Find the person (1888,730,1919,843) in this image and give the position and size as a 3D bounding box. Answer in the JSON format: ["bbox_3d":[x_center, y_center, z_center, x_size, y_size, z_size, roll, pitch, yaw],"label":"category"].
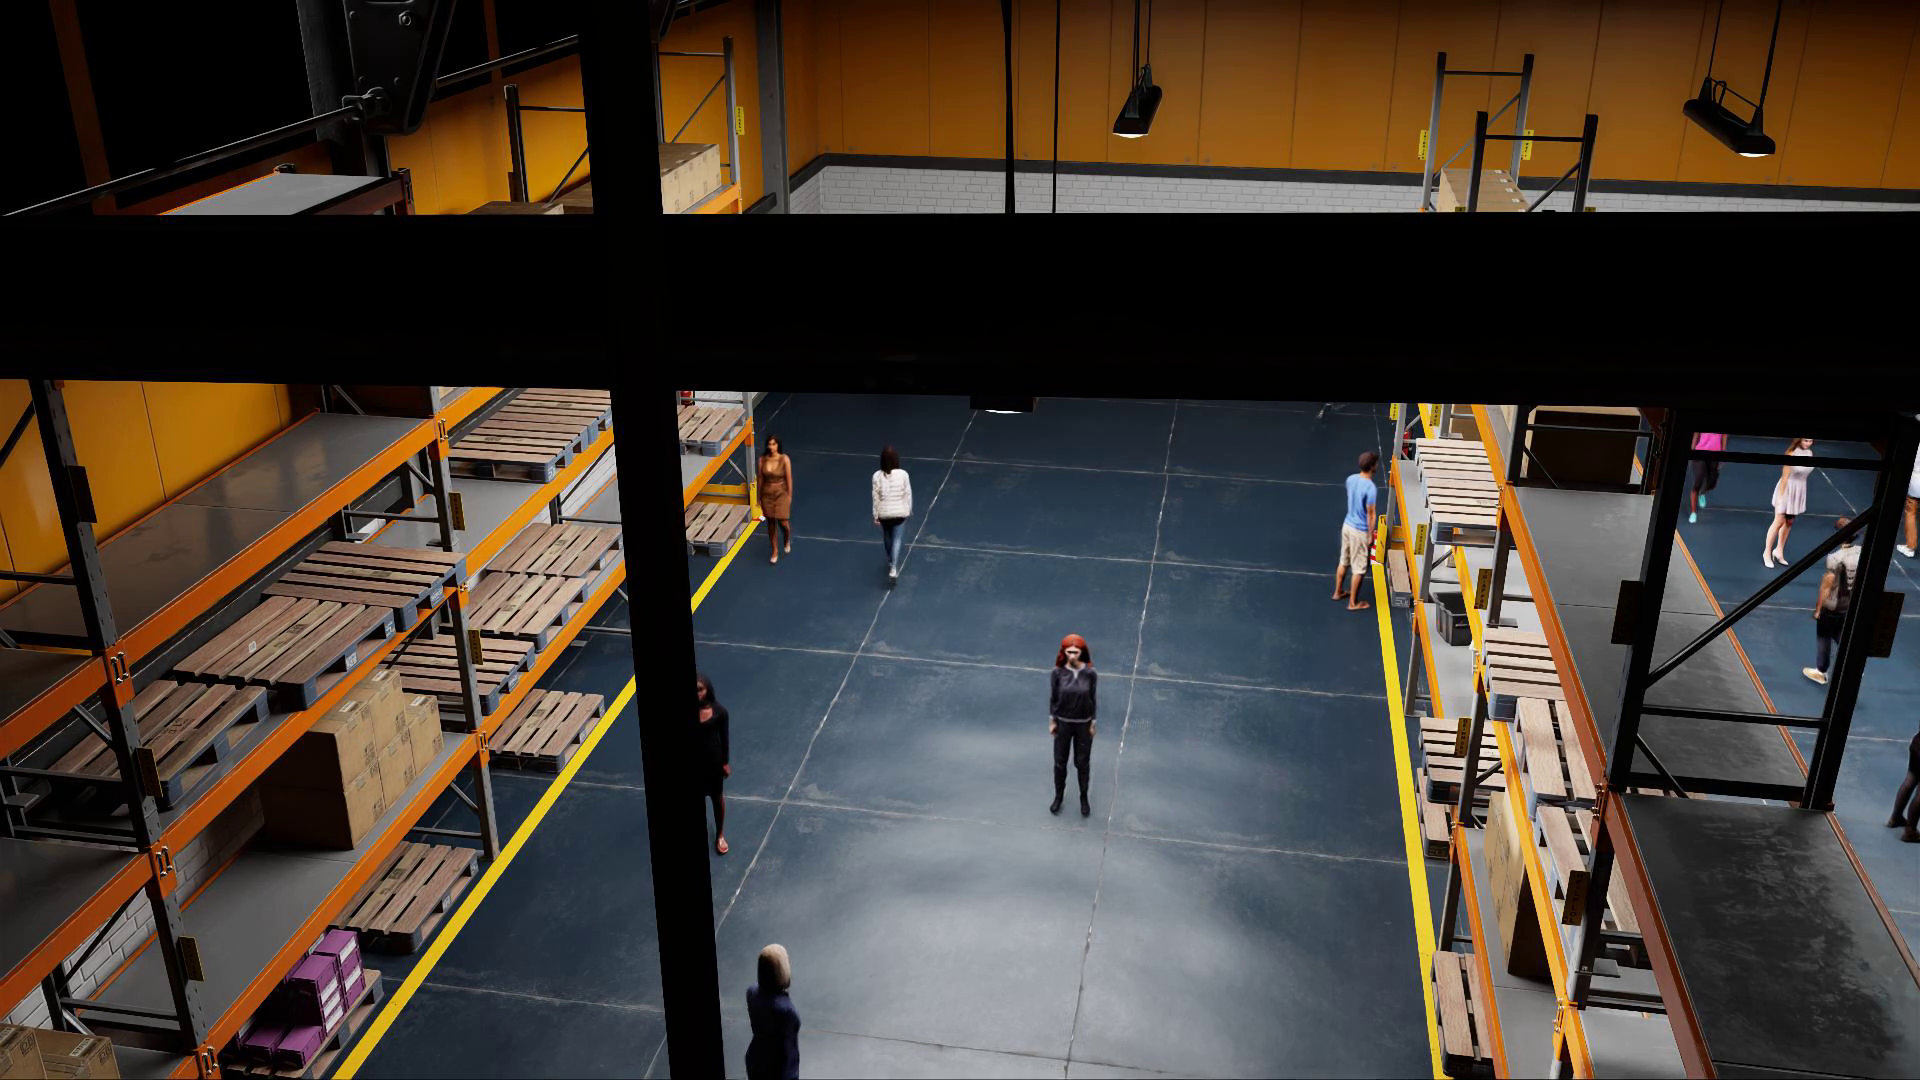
[{"bbox_3d":[8.492,1.875,14.600,0.663,1.638,0.505,-1,24,-3],"label":"person"}]

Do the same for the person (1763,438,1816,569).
[{"bbox_3d":[9.938,-0.522,19.921,0.670,1.768,0.710,-8,25,-17],"label":"person"}]

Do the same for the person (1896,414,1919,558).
[{"bbox_3d":[11.679,-0.622,20.142,0.864,1.776,0.656,14,27,28],"label":"person"}]

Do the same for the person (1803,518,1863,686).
[{"bbox_3d":[9.048,0.695,17.009,0.909,1.872,1.041,-6,24,-13],"label":"person"}]

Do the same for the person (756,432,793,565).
[{"bbox_3d":[-2.224,-0.534,20.062,0.582,1.679,0.645,3,24,6],"label":"person"}]

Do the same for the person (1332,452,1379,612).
[{"bbox_3d":[4.522,-0.122,18.893,0.783,1.860,0.677,-10,25,-21],"label":"person"}]

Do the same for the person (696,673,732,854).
[{"bbox_3d":[-2.211,1.928,14.377,0.664,1.719,0.610,-3,24,-6],"label":"person"}]

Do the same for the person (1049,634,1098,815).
[{"bbox_3d":[1.017,1.643,14.956,0.577,1.779,0.498,2,24,6],"label":"person"}]

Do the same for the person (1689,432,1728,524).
[{"bbox_3d":[9.554,-1.081,21.271,0.629,1.712,0.872,8,25,17],"label":"person"}]

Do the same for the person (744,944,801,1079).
[{"bbox_3d":[-1.262,3.497,10.824,0.923,1.692,0.860,-18,29,-35],"label":"person"}]

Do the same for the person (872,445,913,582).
[{"bbox_3d":[-0.795,-0.297,19.608,0.655,1.607,1.065,3,24,6],"label":"person"}]
